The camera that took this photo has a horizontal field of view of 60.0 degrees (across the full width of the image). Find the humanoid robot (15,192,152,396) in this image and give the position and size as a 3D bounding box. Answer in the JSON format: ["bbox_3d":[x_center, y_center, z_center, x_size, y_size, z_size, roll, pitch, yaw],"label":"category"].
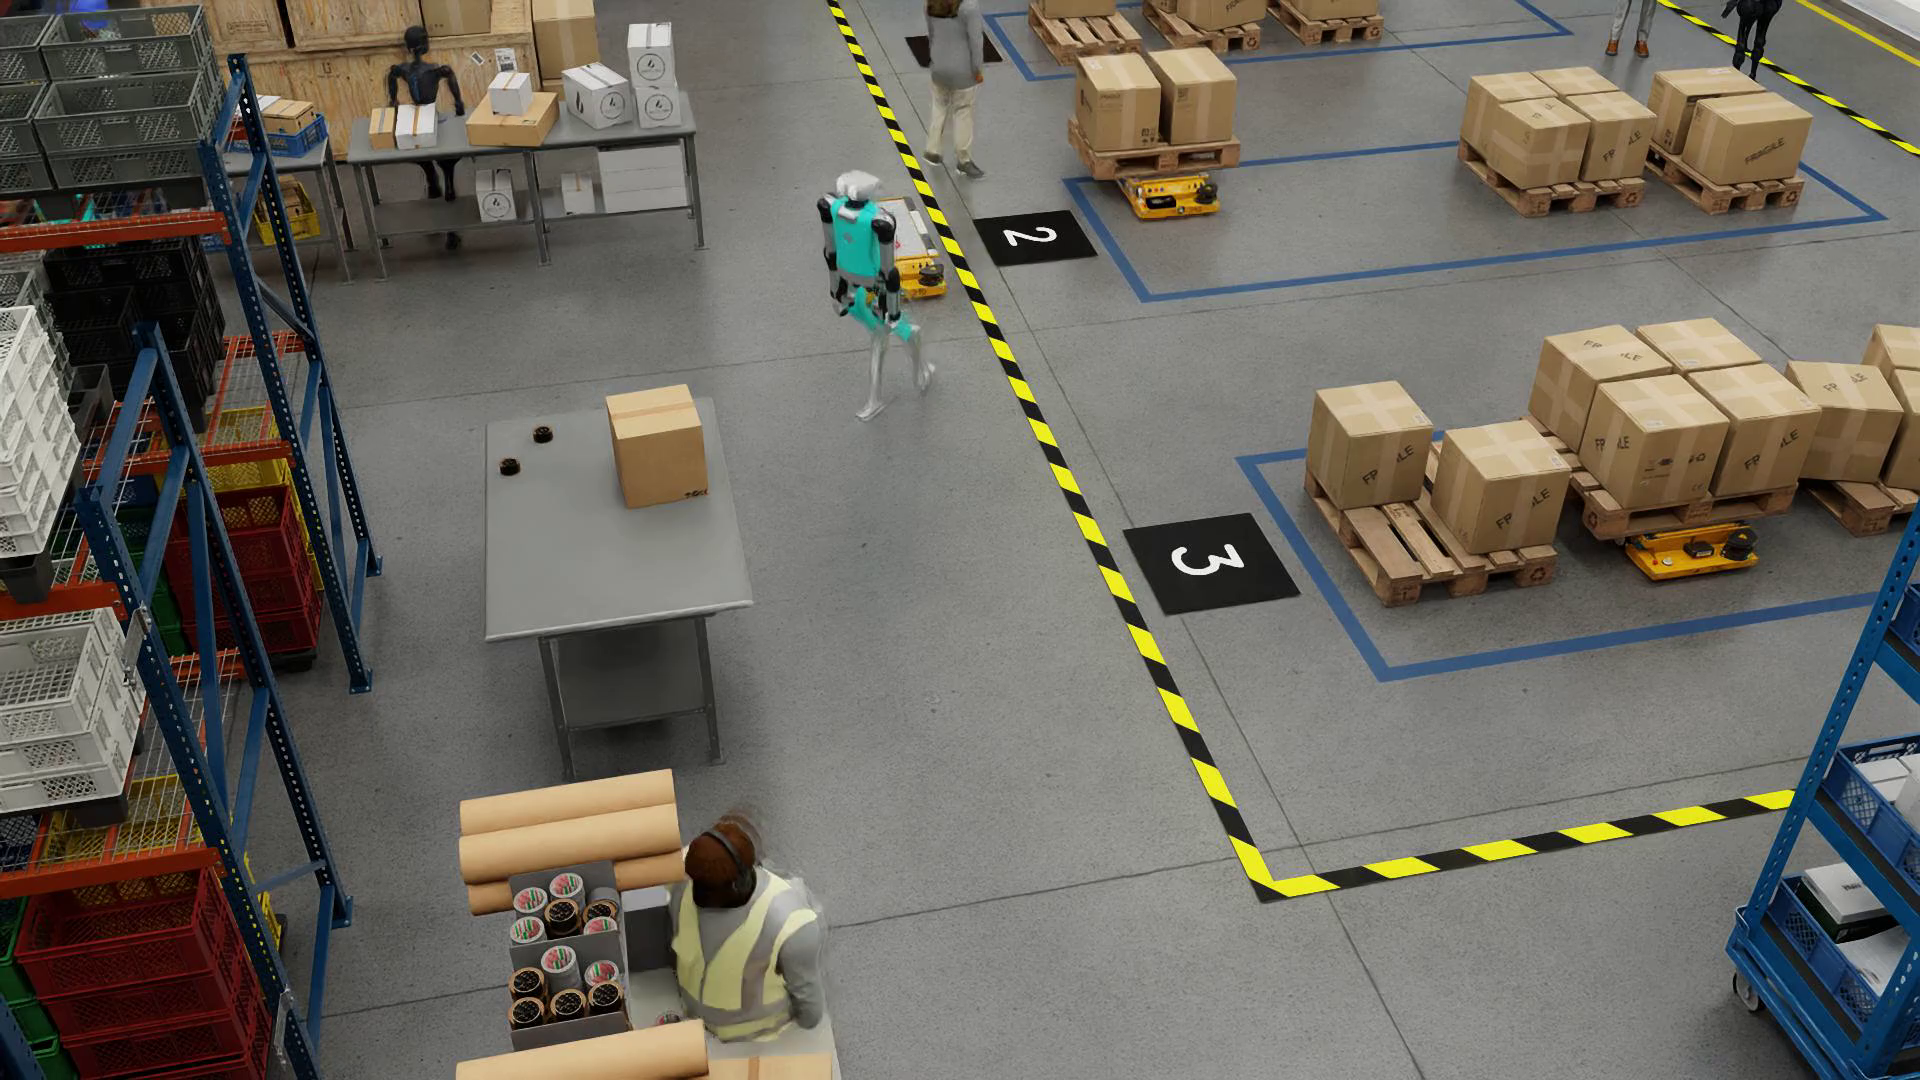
[{"bbox_3d":[-5.266,-1.406,10.130,0.530,1.689,0.735,-14,39,-18],"label":"humanoid robot"}]

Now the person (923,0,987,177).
[{"bbox_3d":[-0.029,-3.818,13.462,0.680,1.731,0.366,30,46,34],"label":"person"}]

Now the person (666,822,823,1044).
[{"bbox_3d":[-0.762,1.649,6.050,0.642,1.808,0.877,22,42,27],"label":"person"}]

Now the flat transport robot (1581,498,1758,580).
[{"bbox_3d":[4.062,-0.294,9.926,0.652,0.197,1.431,-8,37,-10],"label":"flat transport robot"}]

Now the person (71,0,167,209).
[{"bbox_3d":[-6.314,-3.161,12.441,0.718,1.904,0.409,6,37,7],"label":"person"}]

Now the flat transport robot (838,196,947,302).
[{"bbox_3d":[-0.570,-2.220,12.538,0.659,0.231,1.431,-8,37,-10],"label":"flat transport robot"}]

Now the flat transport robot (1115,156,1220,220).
[{"bbox_3d":[1.583,-3.044,13.622,0.652,0.197,1.431,-8,37,-10],"label":"flat transport robot"}]

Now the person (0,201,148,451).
[{"bbox_3d":[-5.244,-1.044,9.519,0.843,1.986,0.608,-22,42,-27],"label":"person"}]

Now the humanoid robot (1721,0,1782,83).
[{"bbox_3d":[7.166,-4.882,14.923,0.599,1.657,0.315,-15,39,-19],"label":"humanoid robot"}]

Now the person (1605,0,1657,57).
[{"bbox_3d":[6.477,-5.471,15.560,0.584,1.878,0.382,7,37,9],"label":"person"}]

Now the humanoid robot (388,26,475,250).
[{"bbox_3d":[-3.944,-3.001,12.412,0.590,1.637,0.507,1,37,1],"label":"humanoid robot"}]

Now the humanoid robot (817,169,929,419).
[{"bbox_3d":[-0.467,-1.579,10.459,0.545,1.798,0.830,21,41,26],"label":"humanoid robot"}]
